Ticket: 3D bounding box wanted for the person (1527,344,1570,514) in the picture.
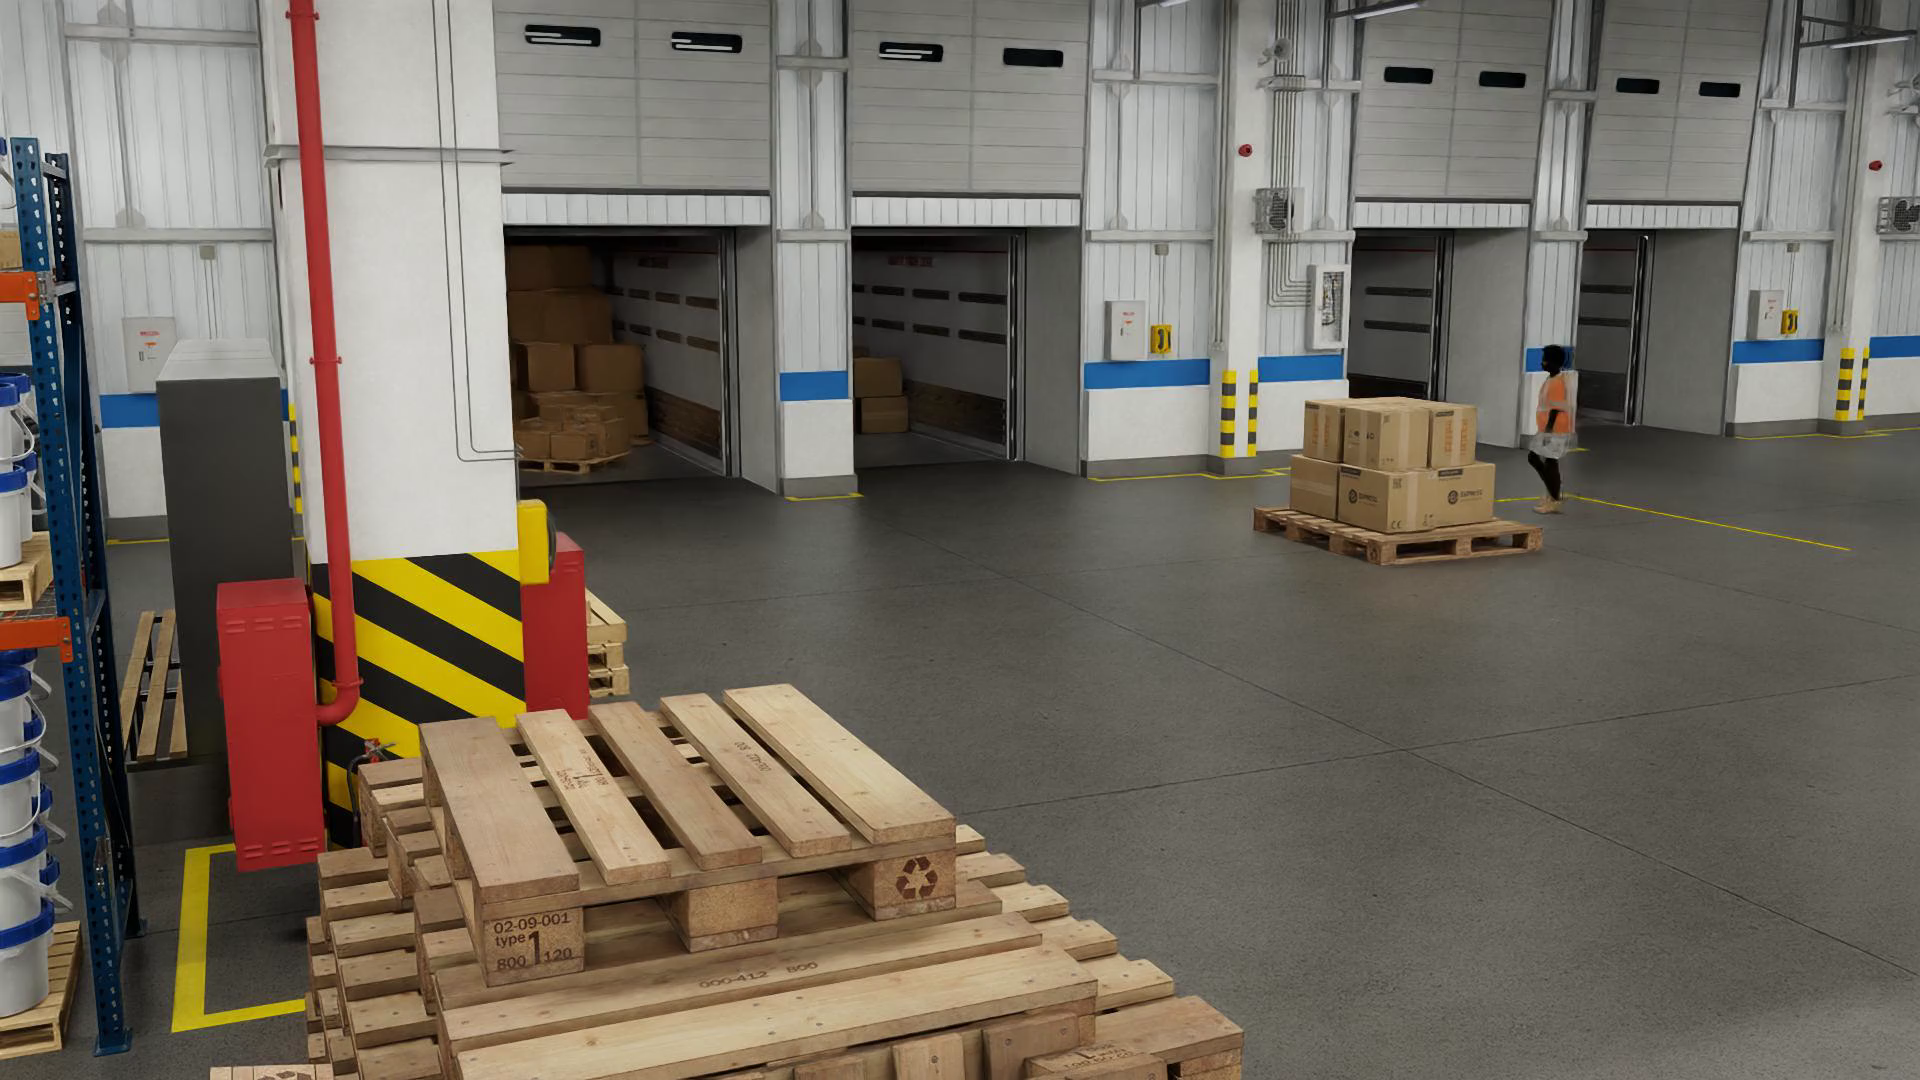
[{"bbox_3d":[5.826,-1.090,16.445,0.367,1.685,0.543,2,11,12],"label":"person"}]
